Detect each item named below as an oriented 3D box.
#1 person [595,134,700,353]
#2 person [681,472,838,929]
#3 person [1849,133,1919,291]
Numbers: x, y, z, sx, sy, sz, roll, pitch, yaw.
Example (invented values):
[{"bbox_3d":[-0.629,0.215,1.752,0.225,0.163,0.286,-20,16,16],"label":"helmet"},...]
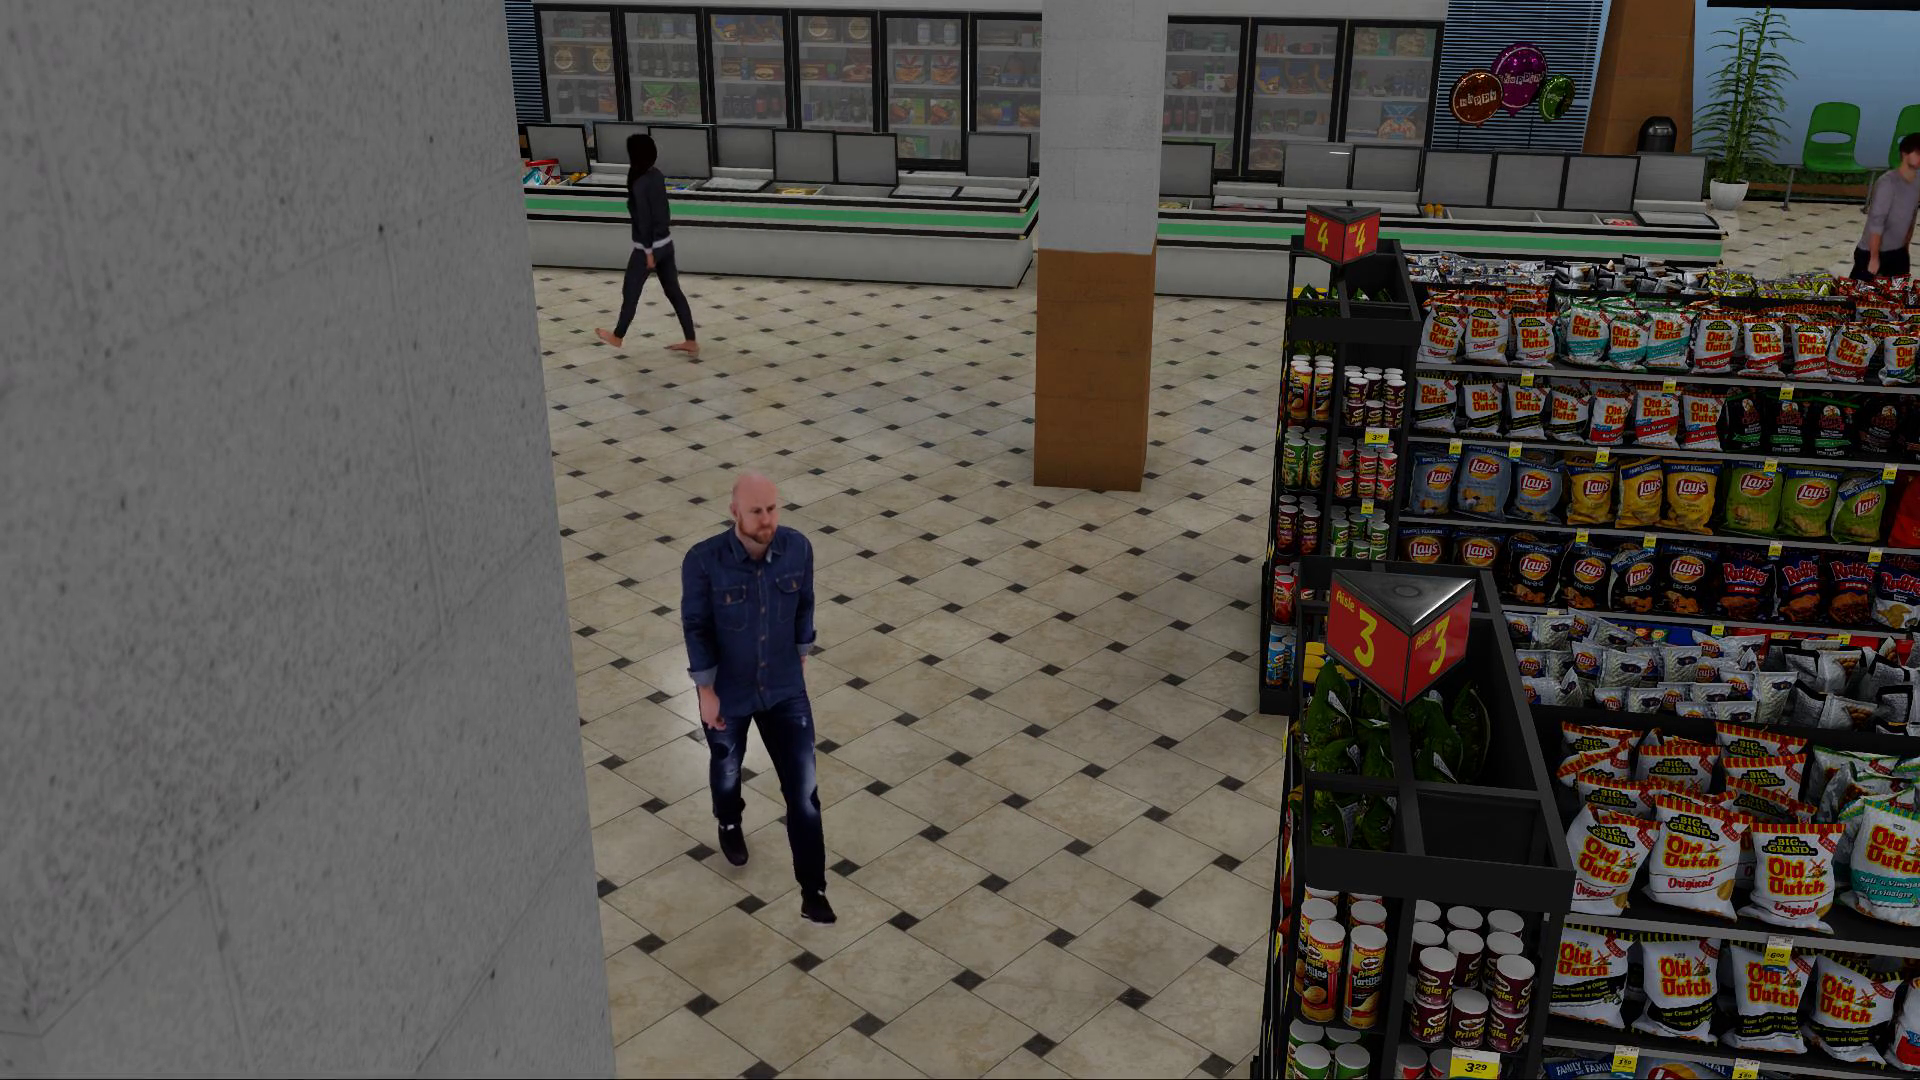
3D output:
[{"bbox_3d":[-2.336,-2.281,13.088,1.135,1.715,0.729,8,25,17],"label":"person"},{"bbox_3d":[-0.840,0.579,6.482,1.246,1.771,1.181,-9,25,-20],"label":"person"},{"bbox_3d":[7.066,-2.249,12.914,1.161,1.795,1.155,-13,27,-28],"label":"person"}]
